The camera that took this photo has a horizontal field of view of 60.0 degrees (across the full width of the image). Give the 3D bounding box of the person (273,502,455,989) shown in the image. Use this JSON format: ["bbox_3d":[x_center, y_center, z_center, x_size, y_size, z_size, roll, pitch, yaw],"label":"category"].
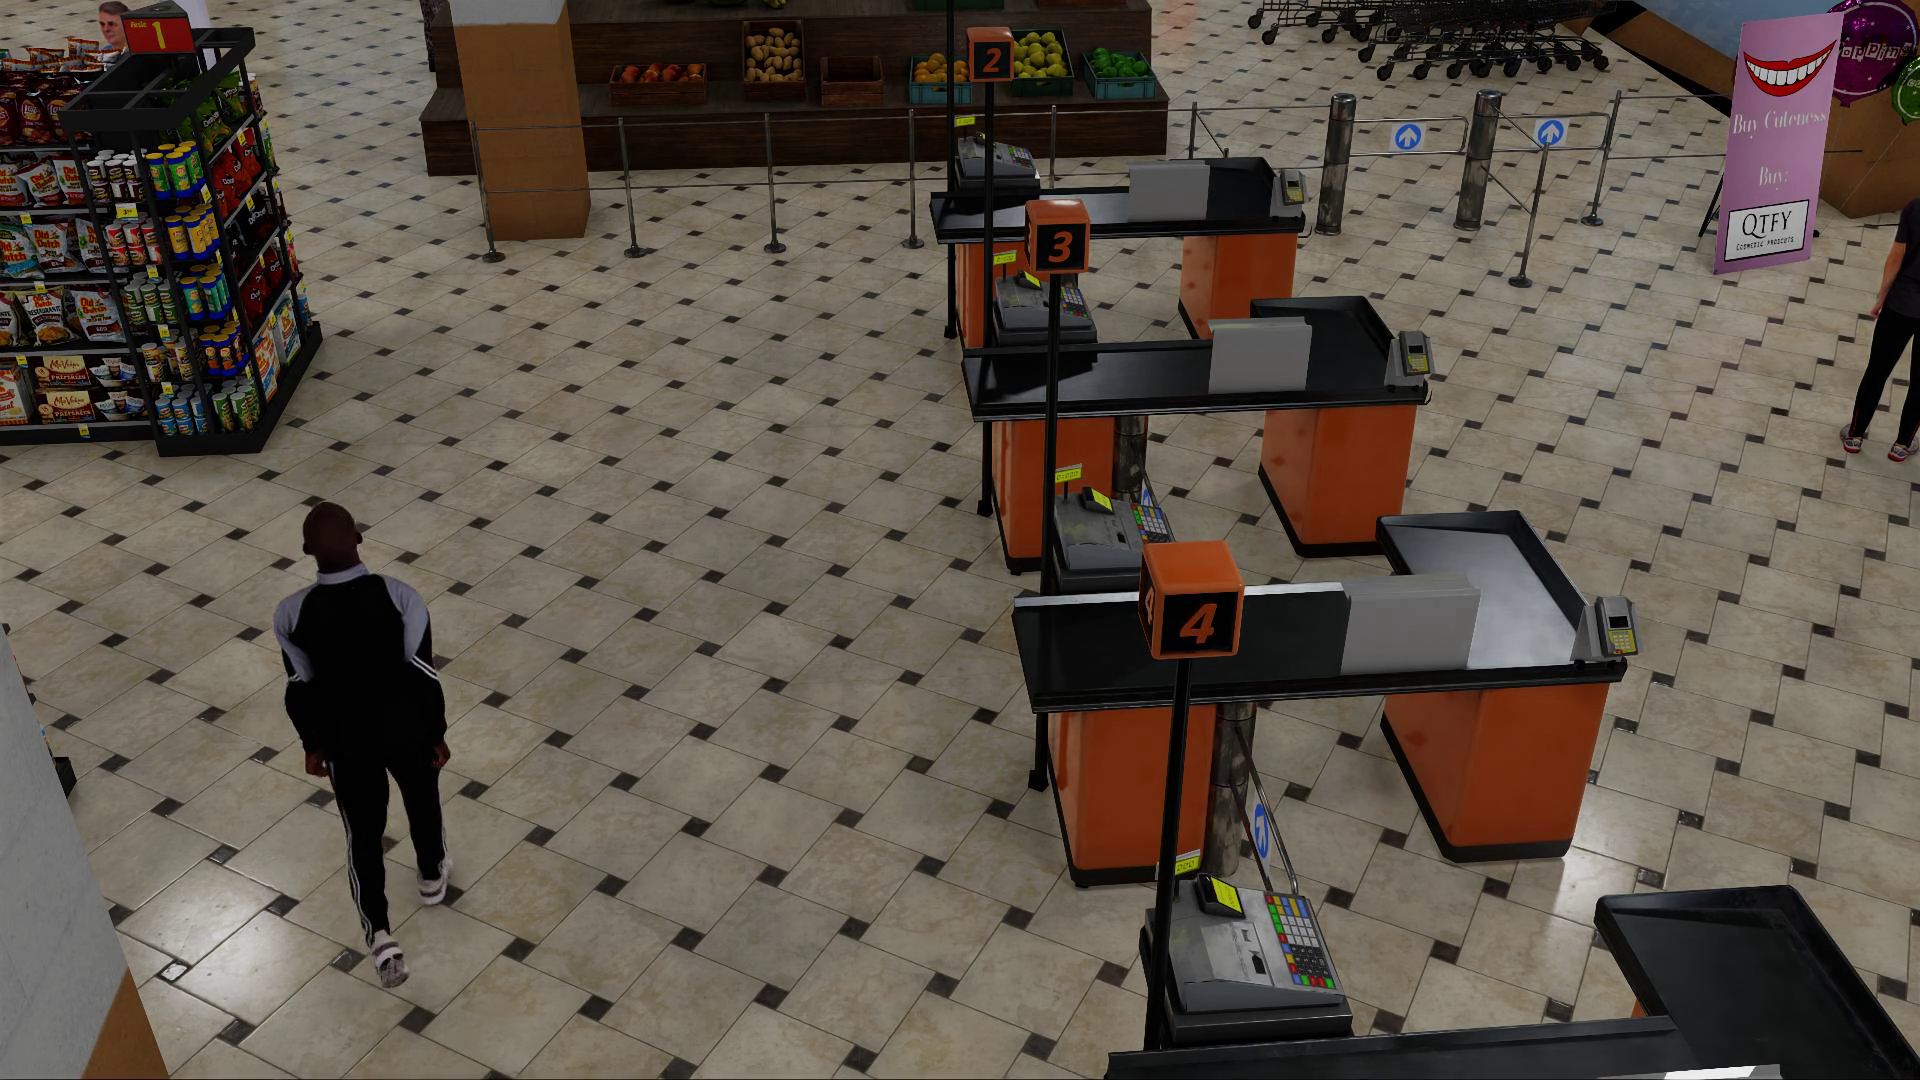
[{"bbox_3d":[-2.027,0.729,5.786,1.061,1.799,0.847,-8,33,-12],"label":"person"}]

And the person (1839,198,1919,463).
[{"bbox_3d":[5.213,-1.263,9.020,0.680,1.765,0.779,17,36,25],"label":"person"}]

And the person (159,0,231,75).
[{"bbox_3d":[-7.164,-5.210,15.211,0.842,1.927,0.802,-27,41,-36],"label":"person"}]
